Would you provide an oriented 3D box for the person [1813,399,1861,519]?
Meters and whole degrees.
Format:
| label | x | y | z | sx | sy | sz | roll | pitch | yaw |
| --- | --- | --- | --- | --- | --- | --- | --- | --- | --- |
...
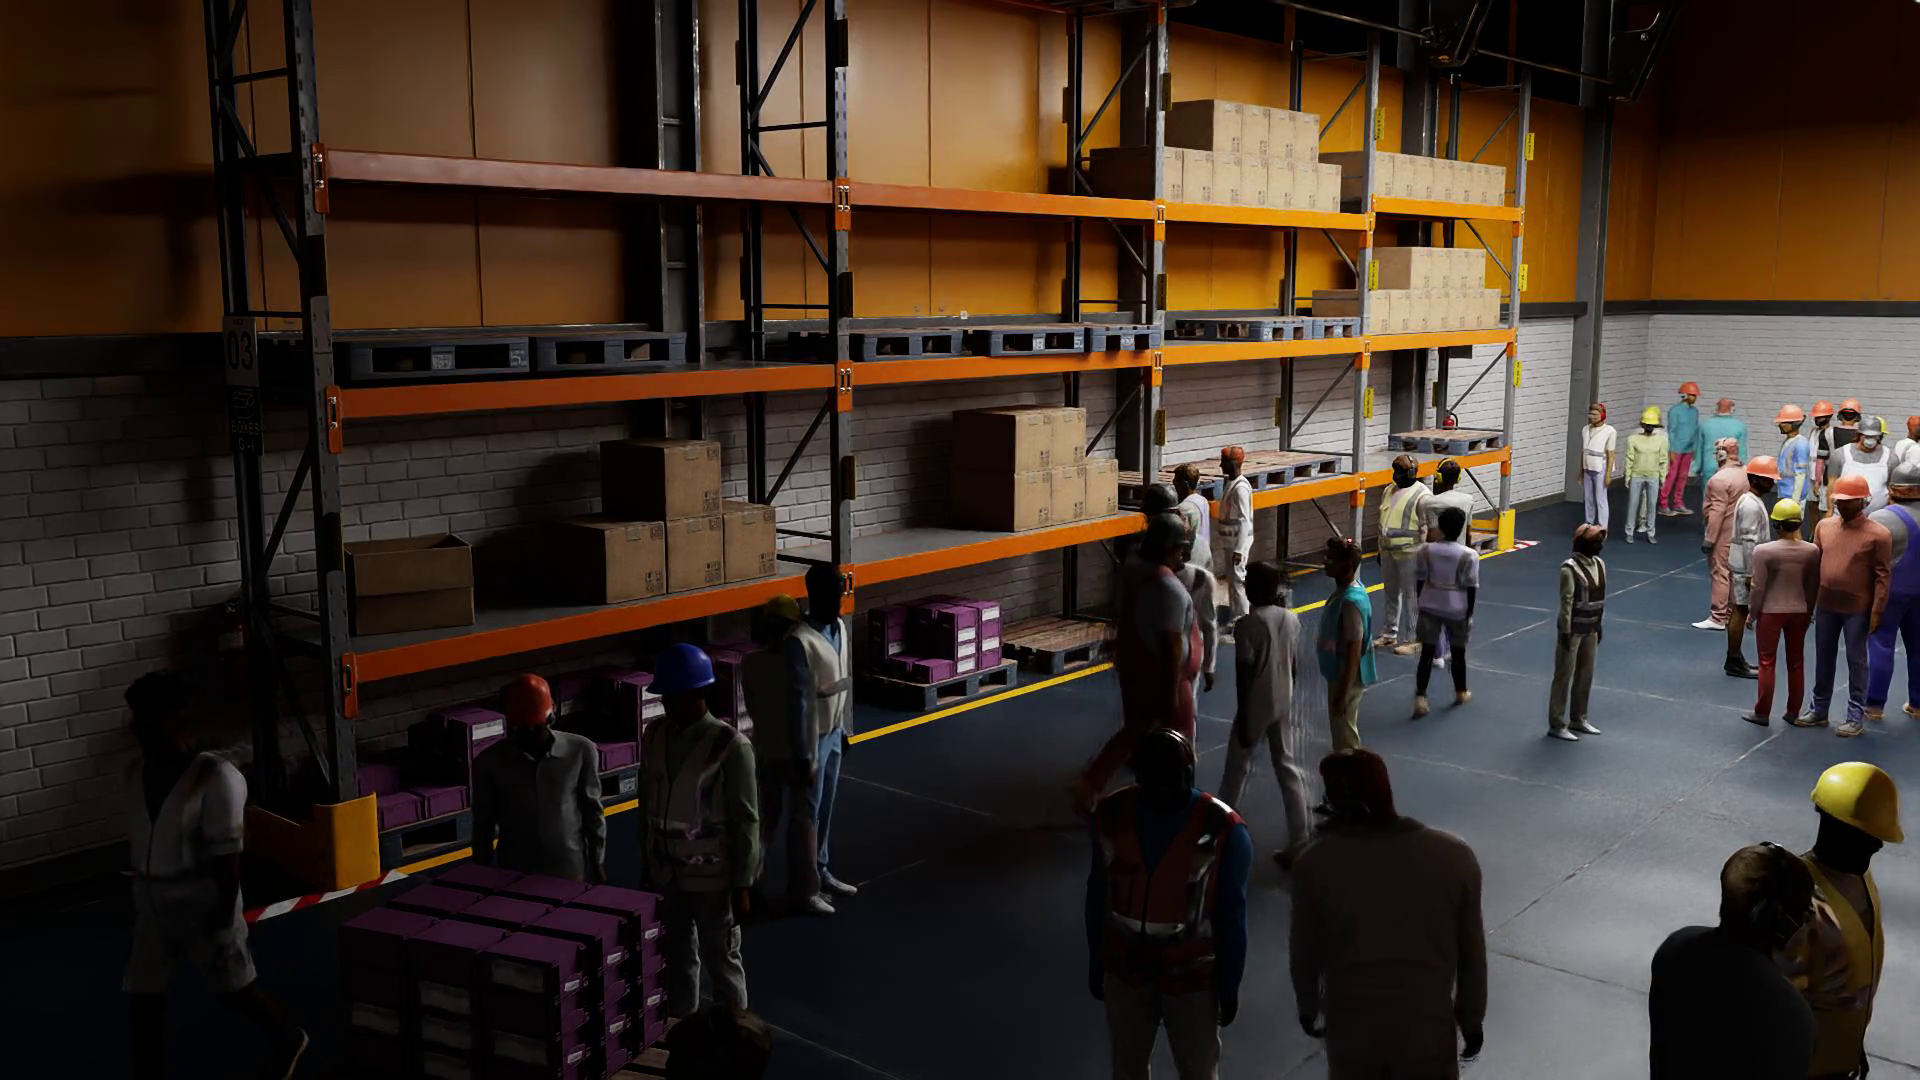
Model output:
| label | x | y | z | sx | sy | sz | roll | pitch | yaw |
| --- | --- | --- | --- | --- | --- | --- | --- | --- | --- |
| person | 10.659 | -0.691 | 20.090 | 0.618 | 2.028 | 0.409 | 4 | 10 | 24 |

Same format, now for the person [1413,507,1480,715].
| label | x | y | z | sx | sy | sz | roll | pitch | yaw |
| --- | --- | --- | --- | --- | --- | --- | --- | --- | --- |
| person | 3.851 | 0.559 | 13.240 | 0.543 | 1.657 | 0.878 | 5 | 10 | 32 |

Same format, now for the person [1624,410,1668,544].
| label | x | y | z | sx | sy | sz | roll | pitch | yaw |
| --- | --- | --- | --- | --- | --- | --- | --- | --- | --- |
| person | 8.960 | -0.816 | 21.741 | 0.525 | 1.762 | 0.340 | 2 | 9 | 11 |

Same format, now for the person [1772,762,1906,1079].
| label | x | y | z | sx | sy | sz | roll | pitch | yaw |
| --- | --- | --- | --- | --- | --- | --- | --- | --- | --- |
| person | 2.792 | 1.642 | 5.387 | 0.585 | 1.917 | 0.382 | -8 | 12 | -41 |

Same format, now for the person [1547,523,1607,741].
| label | x | y | z | sx | sy | sz | roll | pitch | yaw |
| --- | --- | --- | --- | --- | --- | --- | --- | --- | --- |
| person | 4.661 | 0.683 | 12.502 | 0.522 | 1.632 | 0.314 | -6 | 11 | -35 |

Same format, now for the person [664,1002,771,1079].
| label | x | y | z | sx | sy | sz | roll | pitch | yaw |
| --- | --- | --- | --- | --- | --- | --- | --- | --- | --- |
| person | -0.496 | 1.930 | 3.811 | 0.342 | 1.836 | 0.502 | -2 | 9 | -10 |

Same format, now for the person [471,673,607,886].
| label | x | y | z | sx | sy | sz | roll | pitch | yaw |
| --- | --- | --- | --- | --- | --- | --- | --- | --- | --- |
| person | -1.846 | 1.428 | 7.334 | 0.582 | 1.737 | 0.354 | -3 | 9 | -17 |

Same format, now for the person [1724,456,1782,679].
| label | x | y | z | sx | sy | sz | roll | pitch | yaw |
| --- | --- | --- | --- | --- | --- | --- | --- | --- | --- |
| person | 6.880 | 0.229 | 14.452 | 0.376 | 1.933 | 0.545 | 4 | 10 | 25 |

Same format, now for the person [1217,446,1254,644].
| label | x | y | z | sx | sy | sz | roll | pitch | yaw |
| --- | --- | --- | --- | --- | --- | --- | --- | --- | --- |
| person | 2.611 | 0.043 | 15.809 | 0.349 | 1.881 | 0.577 | 0 | 9 | 1 |

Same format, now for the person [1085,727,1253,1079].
| label | x | y | z | sx | sy | sz | roll | pitch | yaw |
| --- | --- | --- | --- | --- | --- | --- | --- | --- | --- |
| person | 0.744 | 1.575 | 6.106 | 0.623 | 1.835 | 0.431 | 4 | 10 | 26 |

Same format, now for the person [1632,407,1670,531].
| label | x | y | z | sx | sy | sz | roll | pitch | yaw |
| --- | --- | --- | --- | --- | --- | --- | --- | --- | --- |
| person | 9.572 | -0.993 | 23.035 | 0.506 | 1.695 | 0.895 | 7 | 11 | 38 |

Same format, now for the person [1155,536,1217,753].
| label | x | y | z | sx | sy | sz | roll | pitch | yaw |
| --- | --- | --- | --- | --- | --- | --- | --- | --- | --- |
| person | 1.391 | 0.803 | 10.957 | 0.611 | 1.861 | 0.627 | 3 | 9 | 21 |

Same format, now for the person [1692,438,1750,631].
| label | x | y | z | sx | sy | sz | roll | pitch | yaw |
| --- | --- | --- | --- | --- | --- | --- | --- | --- | --- |
| person | 7.523 | -0.059 | 16.410 | 0.639 | 1.902 | 0.407 | -7 | 11 | -38 |

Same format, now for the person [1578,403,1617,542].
| label | x | y | z | sx | sy | sz | roll | pitch | yaw |
| --- | --- | --- | --- | --- | --- | --- | --- | --- | --- |
| person | 8.414 | -0.888 | 21.958 | 0.392 | 1.838 | 0.561 | -3 | 9 | -19 |

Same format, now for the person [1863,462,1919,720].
| label | x | y | z | sx | sy | sz | roll | pitch | yaw |
| --- | --- | --- | --- | --- | --- | --- | --- | --- | --- |
| person | 7.352 | 0.392 | 13.047 | 0.686 | 2.000 | 0.535 | 0 | 9 | 2 |

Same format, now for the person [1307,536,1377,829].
| label | x | y | z | sx | sy | sz | roll | pitch | yaw |
| --- | --- | --- | --- | --- | --- | --- | --- | --- | --- |
| person | 2.414 | 0.891 | 10.440 | 0.390 | 1.850 | 0.562 | 1 | 9 | 8 |

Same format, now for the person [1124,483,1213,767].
| label | x | y | z | sx | sy | sz | roll | pitch | yaw |
| --- | --- | --- | --- | --- | --- | --- | --- | --- | --- |
| person | 1.412 | 0.594 | 11.746 | 0.681 | 2.000 | 0.535 | -4 | 10 | -26 |

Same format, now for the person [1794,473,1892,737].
| label | x | y | z | sx | sy | sz | roll | pitch | yaw |
| --- | --- | --- | --- | --- | --- | --- | --- | --- | --- |
| person | 6.692 | 0.485 | 12.602 | 0.389 | 1.991 | 0.622 | -5 | 10 | -30 |

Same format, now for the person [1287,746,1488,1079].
| label | x | y | z | sx | sy | sz | roll | pitch | yaw |
| --- | --- | --- | --- | --- | --- | --- | --- | --- | --- |
| person | 1.453 | 1.623 | 5.696 | 0.674 | 1.871 | 0.406 | 1 | 9 | 7 |

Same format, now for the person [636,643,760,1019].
| label | x | y | z | sx | sy | sz | roll | pitch | yaw |
| --- | --- | --- | --- | --- | --- | --- | --- | --- | --- |
| person | -1.116 | 1.382 | 6.958 | 0.617 | 1.946 | 0.393 | 6 | 11 | 33 |

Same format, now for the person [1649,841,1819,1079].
| label | x | y | z | sx | sy | sz | roll | pitch | yaw |
| --- | --- | --- | --- | --- | --- | --- | --- | --- | --- |
| person | 2.113 | 1.763 | 4.558 | 0.371 | 1.934 | 0.627 | -1 | 9 | -7 |

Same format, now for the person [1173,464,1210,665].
| label | x | y | z | sx | sy | sz | roll | pitch | yaw |
| --- | --- | --- | --- | --- | --- | --- | --- | --- | --- |
| person | 2.030 | 0.242 | 14.694 | 0.350 | 1.837 | 0.502 | 5 | 10 | 31 |

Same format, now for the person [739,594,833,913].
| label | x | y | z | sx | sy | sz | roll | pitch | yaw |
| --- | --- | --- | --- | --- | --- | --- | --- | --- | --- |
| person | -0.986 | 1.163 | 9.033 | 0.540 | 1.742 | 0.526 | 5 | 10 | 29 |

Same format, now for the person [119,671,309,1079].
| label | x | y | z | sx | sy | sz | roll | pitch | yaw |
| --- | --- | --- | --- | --- | --- | --- | --- | --- | --- |
| person | -3.050 | 1.443 | 6.671 | 0.608 | 1.931 | 0.947 | 3 | 9 | 16 |

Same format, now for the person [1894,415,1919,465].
| label | x | y | z | sx | sy | sz | roll | pitch | yaw |
| --- | --- | --- | --- | --- | --- | --- | --- | --- | --- |
| person | 11.107 | -0.524 | 19.497 | 0.371 | 1.879 | 0.579 | 2 | 9 | 12 |

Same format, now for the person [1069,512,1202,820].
| label | x | y | z | sx | sy | sz | roll | pitch | yaw |
| --- | --- | --- | --- | --- | --- | --- | --- | --- | --- |
| person | 1.145 | 0.800 | 10.418 | 0.847 | 2.000 | 0.692 | -4 | 10 | -25 |

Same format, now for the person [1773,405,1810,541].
| label | x | y | z | sx | sy | sz | roll | pitch | yaw |
| --- | --- | --- | --- | --- | --- | --- | --- | --- | --- |
| person | 9.466 | -0.529 | 19.025 | 0.418 | 2.035 | 0.609 | 1 | 9 | 9 |

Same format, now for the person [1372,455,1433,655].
| label | x | y | z | sx | sy | sz | roll | pitch | yaw |
| --- | --- | --- | --- | --- | --- | --- | --- | --- | --- |
| person | 4.082 | 0.129 | 15.388 | 0.429 | 1.844 | 0.627 | -5 | 10 | -28 |

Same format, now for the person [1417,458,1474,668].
| label | x | y | z | sx | sy | sz | roll | pitch | yaw |
| --- | --- | --- | --- | --- | --- | --- | --- | --- | --- |
| person | 4.314 | 0.205 | 14.801 | 0.519 | 1.874 | 0.331 | -3 | 9 | -19 |

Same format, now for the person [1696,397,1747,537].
| label | x | y | z | sx | sy | sz | roll | pitch | yaw |
| --- | --- | --- | --- | --- | --- | --- | --- | --- | --- |
| person | 10.238 | -0.981 | 22.387 | 0.664 | 1.886 | 0.526 | 6 | 11 | 35 |

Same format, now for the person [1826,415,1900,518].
| label | x | y | z | sx | sy | sz | roll | pitch | yaw |
| --- | --- | --- | --- | --- | --- | --- | --- | --- | --- |
| person | 9.603 | -0.333 | 17.722 | 0.686 | 2.000 | 0.538 | 4 | 10 | 24 |

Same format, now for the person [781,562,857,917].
| label | x | y | z | sx | sy | sz | roll | pitch | yaw |
| --- | --- | --- | --- | --- | --- | --- | --- | --- | --- |
| person | -0.788 | 1.066 | 9.101 | 0.383 | 1.916 | 0.591 | 3 | 9 | 20 |

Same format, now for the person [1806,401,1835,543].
| label | x | y | z | sx | sy | sz | roll | pitch | yaw |
| --- | --- | --- | --- | --- | --- | --- | --- | --- | --- |
| person | 10.919 | -0.804 | 21.130 | 0.389 | 1.930 | 0.544 | -2 | 9 | -11 |

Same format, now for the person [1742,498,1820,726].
| label | x | y | z | sx | sy | sz | roll | pitch | yaw |
| --- | --- | --- | --- | --- | --- | --- | --- | --- | --- |
| person | 6.331 | 0.561 | 12.833 | 0.525 | 1.772 | 0.308 | 0 | 9 | -3 |

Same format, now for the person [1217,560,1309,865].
| label | x | y | z | sx | sy | sz | roll | pitch | yaw |
| --- | --- | --- | --- | --- | --- | --- | --- | --- | --- |
| person | 1.810 | 1.005 | 9.911 | 0.528 | 1.790 | 0.989 | -5 | 10 | -30 |

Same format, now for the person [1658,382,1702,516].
| label | x | y | z | sx | sy | sz | roll | pitch | yaw |
| --- | --- | --- | --- | --- | --- | --- | --- | --- | --- |
| person | 10.609 | -1.333 | 24.396 | 0.631 | 1.982 | 0.430 | -5 | 10 | -29 |
